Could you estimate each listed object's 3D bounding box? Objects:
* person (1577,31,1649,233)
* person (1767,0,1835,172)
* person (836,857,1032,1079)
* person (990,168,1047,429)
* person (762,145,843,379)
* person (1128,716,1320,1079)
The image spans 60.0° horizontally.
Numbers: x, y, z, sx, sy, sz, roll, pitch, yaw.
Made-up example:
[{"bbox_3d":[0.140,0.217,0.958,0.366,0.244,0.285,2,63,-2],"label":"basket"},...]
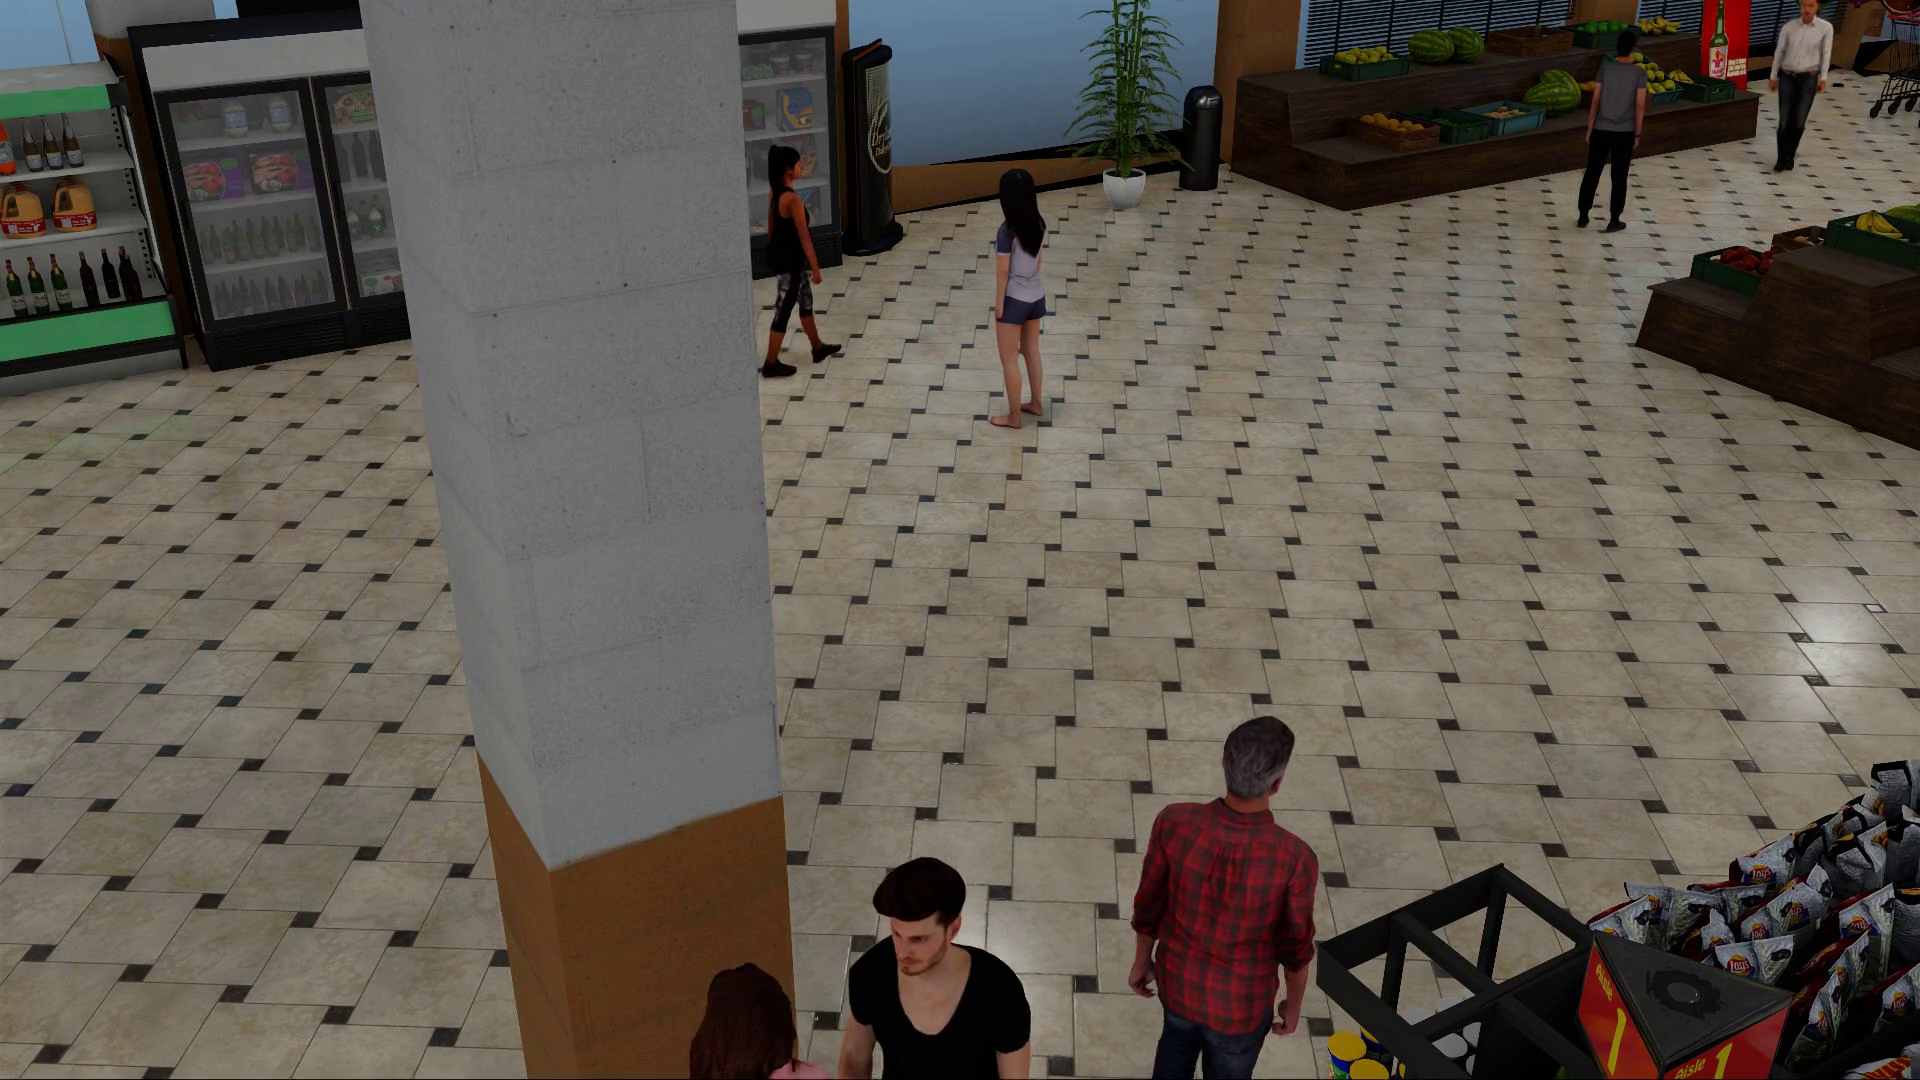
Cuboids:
[{"bbox_3d":[5.889,-3.682,14.989,0.694,1.753,0.678,17,31,30],"label":"person"},{"bbox_3d":[8.510,-4.658,16.872,0.791,1.793,0.802,15,31,27],"label":"person"},{"bbox_3d":[-0.002,1.568,4.537,1.125,1.843,1.317,12,29,22],"label":"person"},{"bbox_3d":[0.389,-1.585,10.909,0.715,1.704,0.585,18,32,32],"label":"person"},{"bbox_3d":[-1.281,-1.927,11.647,0.878,1.648,0.622,-14,30,-25],"label":"person"},{"bbox_3d":[0.734,1.373,4.953,0.852,1.816,0.881,13,30,24],"label":"person"}]
